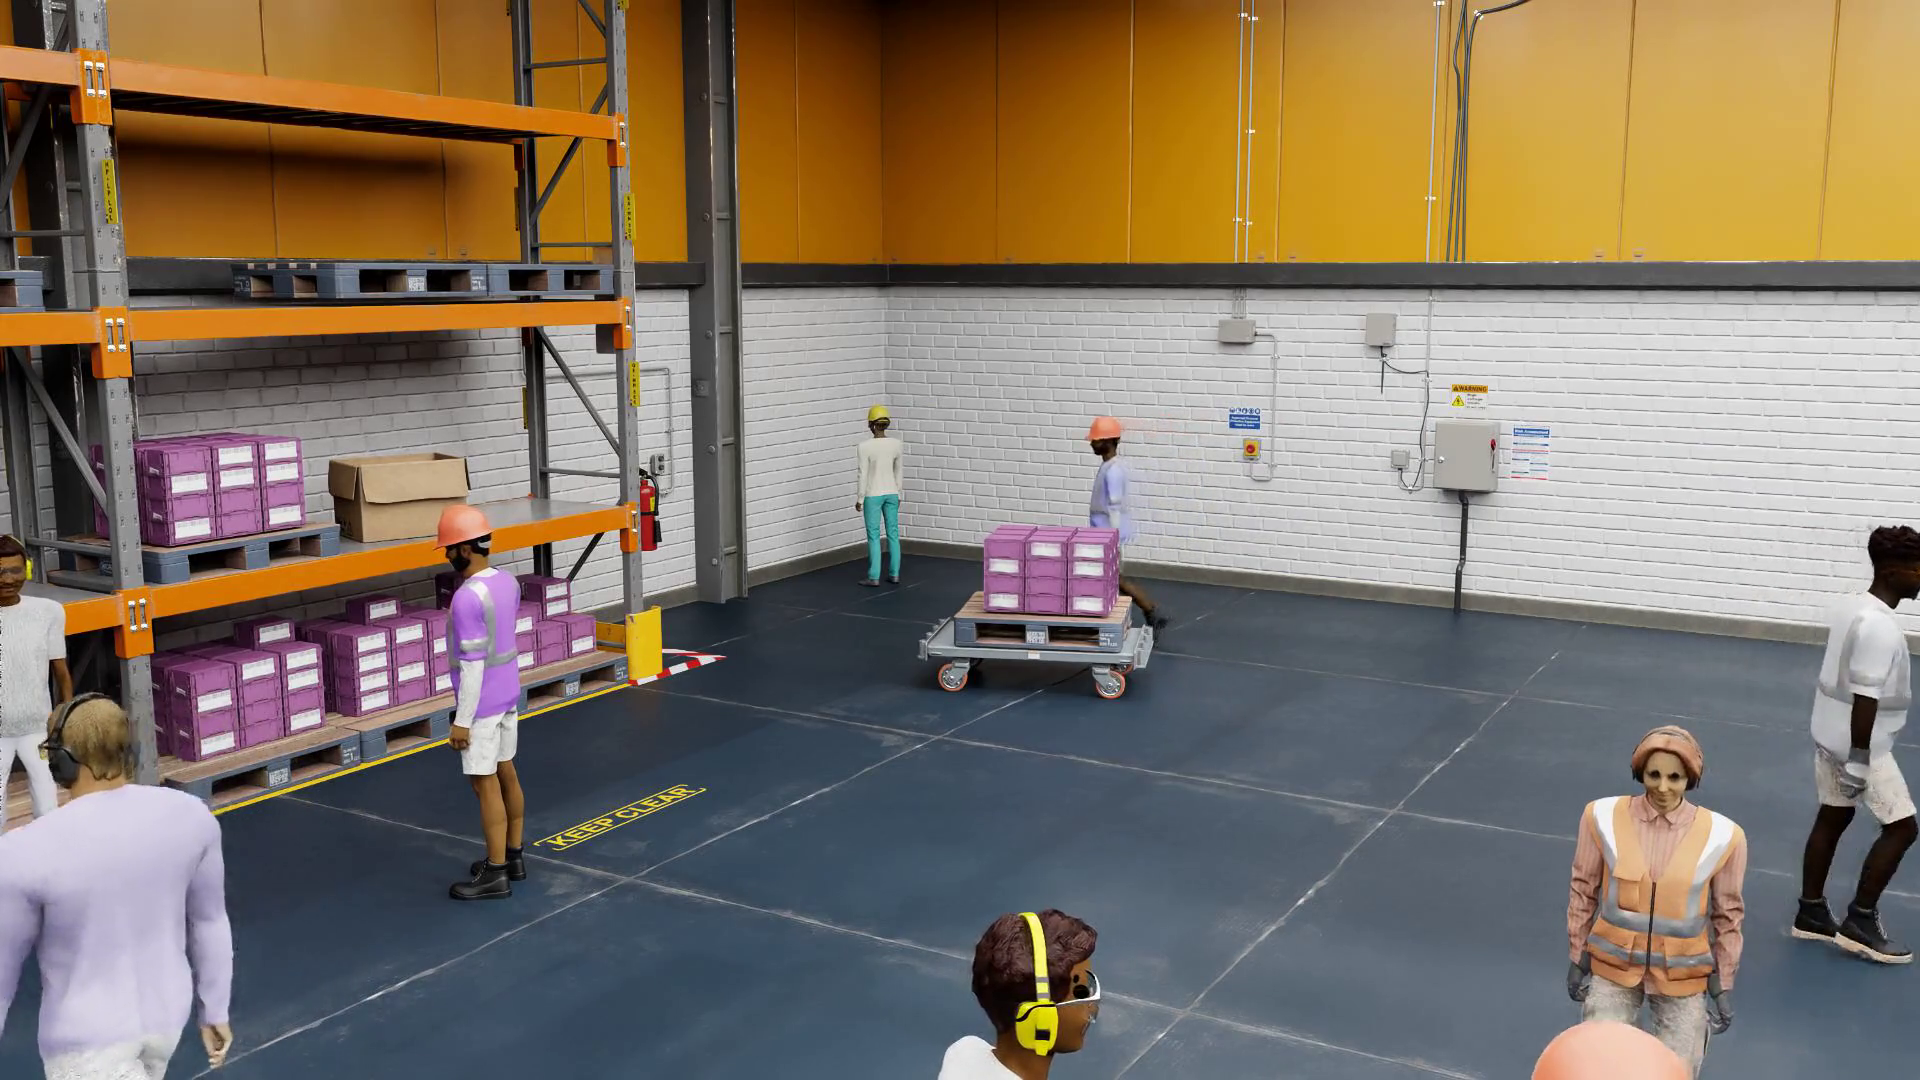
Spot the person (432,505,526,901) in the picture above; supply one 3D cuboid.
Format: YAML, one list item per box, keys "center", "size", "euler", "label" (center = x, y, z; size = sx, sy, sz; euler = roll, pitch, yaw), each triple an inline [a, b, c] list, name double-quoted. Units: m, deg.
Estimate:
- center: [-2.336, 0.785, 8.076]
  size: [0.374, 1.928, 0.543]
  euler: [1, 9, 7]
  label: "person"

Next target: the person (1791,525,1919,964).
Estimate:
- center: [4.053, 0.889, 7.365]
  size: [0.594, 1.942, 0.624]
  euler: [2, 9, 14]
  label: "person"

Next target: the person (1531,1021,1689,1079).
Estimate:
- center: [0.988, 1.649, 2.663]
  size: [0.613, 1.951, 1.024]
  euler: [8, 12, 40]
  label: "person"

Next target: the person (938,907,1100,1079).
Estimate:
- center: [0.108, 1.599, 3.176]
  size: [0.309, 1.868, 0.535]
  euler: [-3, 10, -20]
  label: "person"

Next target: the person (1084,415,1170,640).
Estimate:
- center: [1.248, -0.051, 13.333]
  size: [0.840, 1.916, 0.547]
  euler: [1, 9, 8]
  label: "person"

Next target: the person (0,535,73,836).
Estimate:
- center: [-4.335, 0.892, 7.629]
  size: [0.518, 1.860, 0.321]
  euler: [-6, 11, -33]
  label: "person"

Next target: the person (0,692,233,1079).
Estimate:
- center: [-2.406, 1.353, 4.644]
  size: [1.038, 1.881, 0.651]
  euler: [5, 10, 27]
  label: "person"

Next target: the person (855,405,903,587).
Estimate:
- center: [-0.786, -0.426, 16.136]
  size: [0.530, 1.768, 0.312]
  euler: [-7, 11, -37]
  label: "person"

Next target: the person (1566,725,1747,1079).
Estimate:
- center: [2.178, 1.382, 5.254]
  size: [0.513, 1.637, 0.309]
  euler: [4, 10, 26]
  label: "person"
